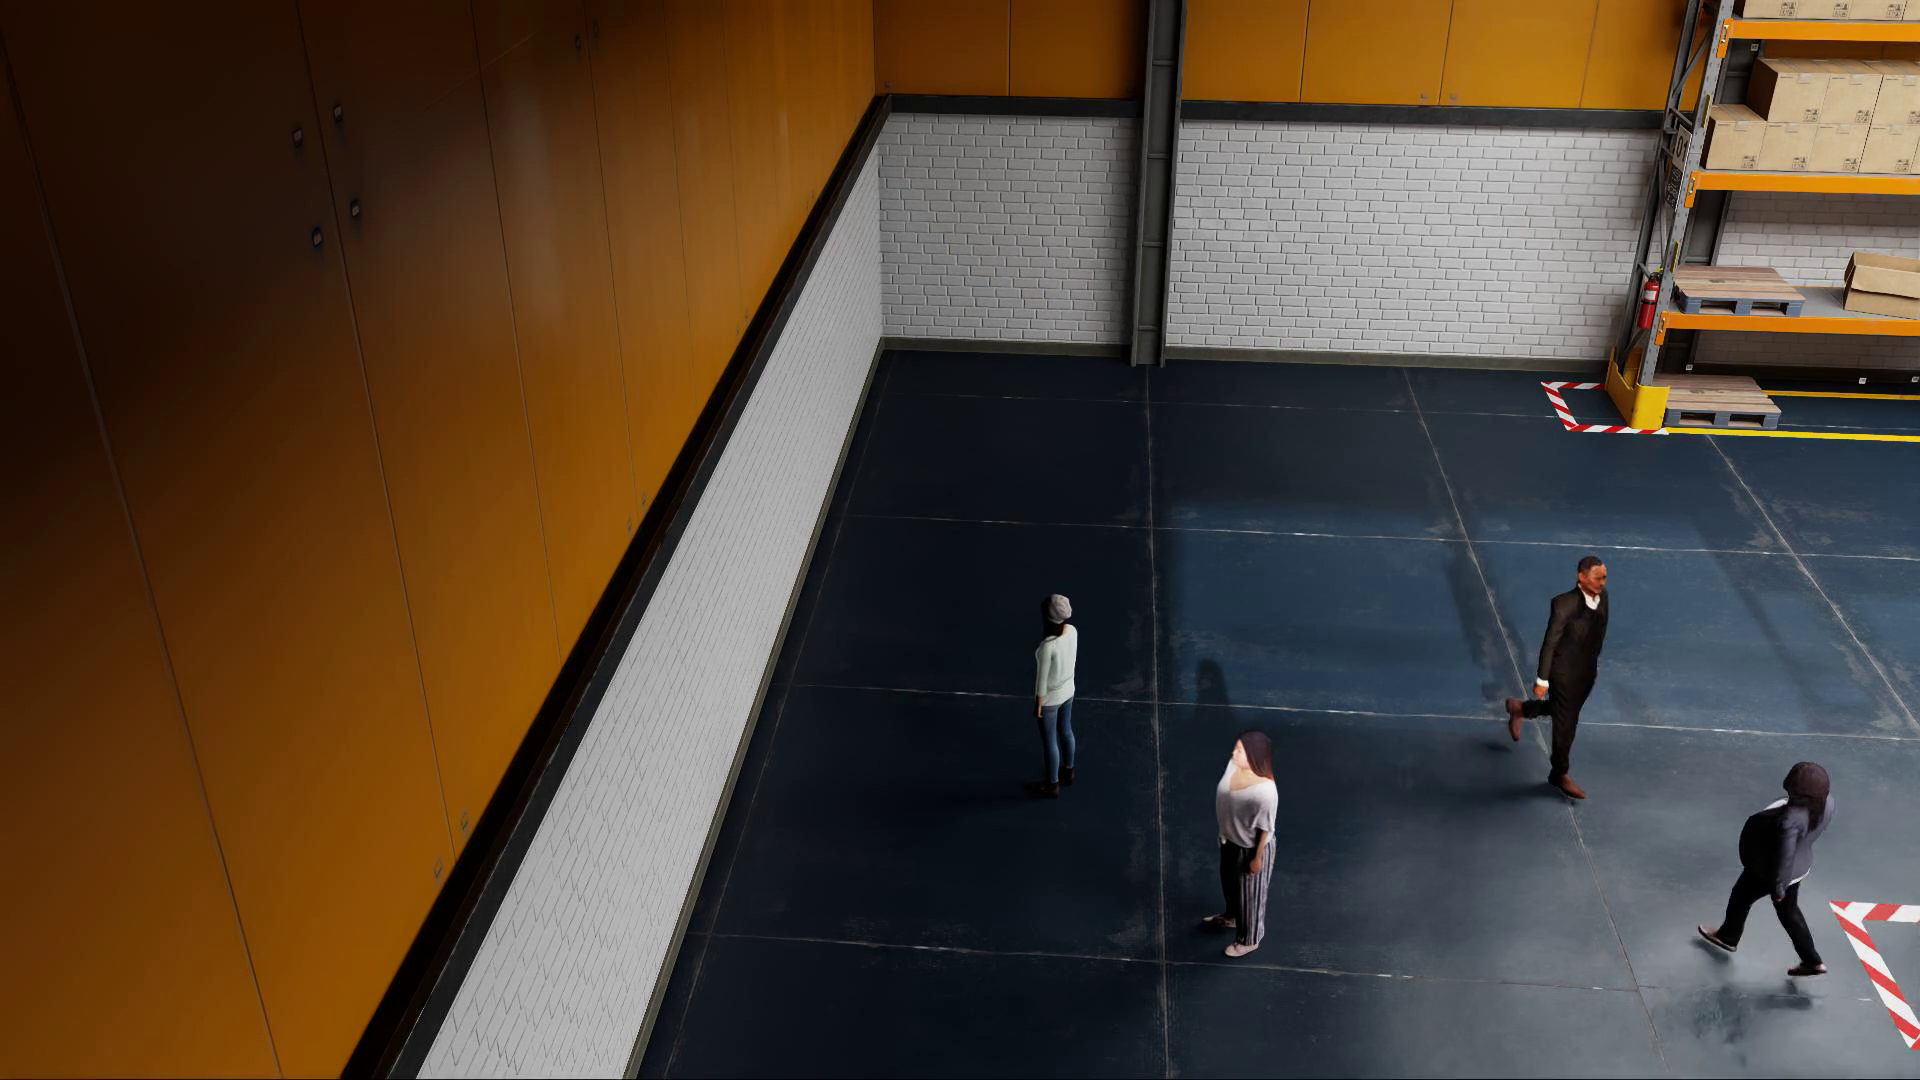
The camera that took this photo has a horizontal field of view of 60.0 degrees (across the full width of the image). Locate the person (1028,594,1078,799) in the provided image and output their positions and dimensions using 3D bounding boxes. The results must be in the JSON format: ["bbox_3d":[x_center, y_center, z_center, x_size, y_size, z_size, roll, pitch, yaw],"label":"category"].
[{"bbox_3d":[0.696,1.111,12.086,0.640,1.645,0.628,20,34,32],"label":"person"}]

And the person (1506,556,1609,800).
[{"bbox_3d":[4.399,0.922,12.184,1.209,1.883,1.170,-15,32,-25],"label":"person"}]

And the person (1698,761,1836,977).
[{"bbox_3d":[5.194,2.078,10.390,1.068,1.571,1.089,-17,33,-29],"label":"person"}]

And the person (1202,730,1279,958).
[{"bbox_3d":[1.827,1.902,10.601,0.737,1.679,0.759,-7,29,-12],"label":"person"}]
